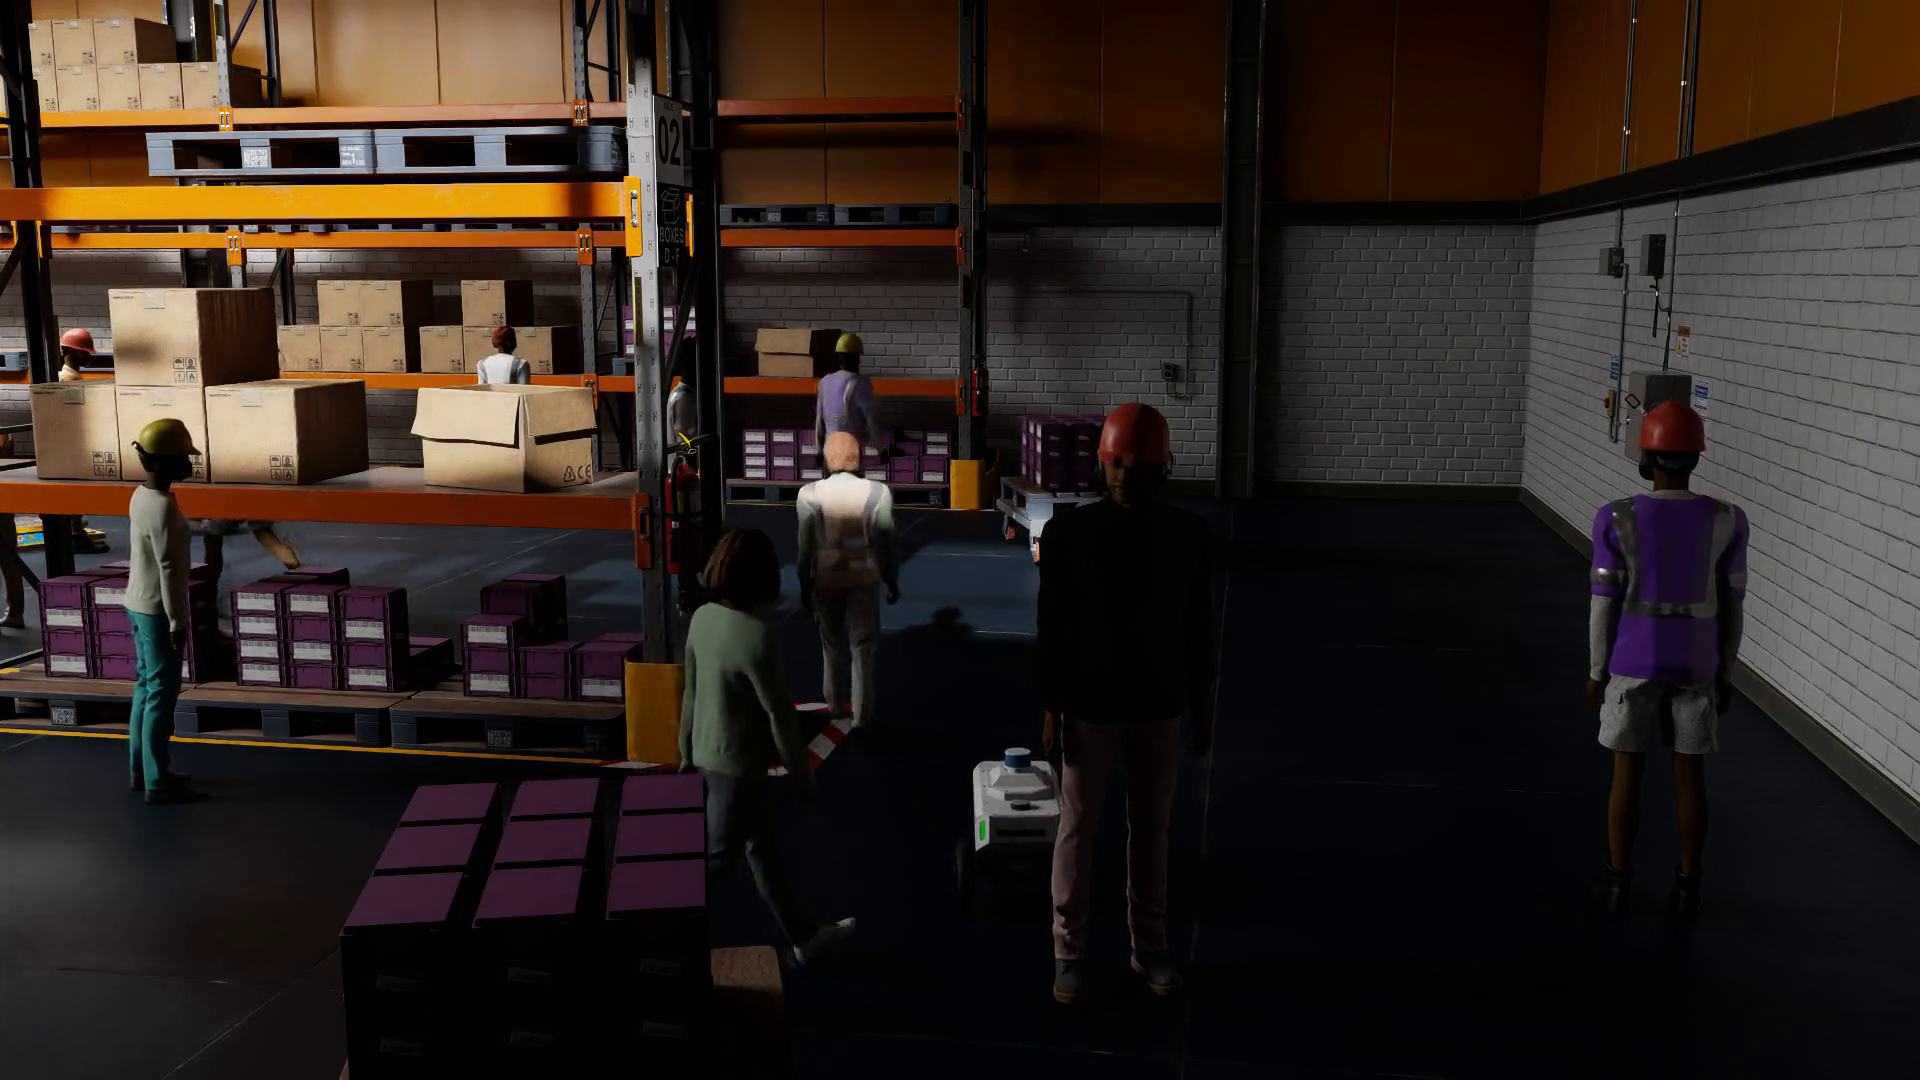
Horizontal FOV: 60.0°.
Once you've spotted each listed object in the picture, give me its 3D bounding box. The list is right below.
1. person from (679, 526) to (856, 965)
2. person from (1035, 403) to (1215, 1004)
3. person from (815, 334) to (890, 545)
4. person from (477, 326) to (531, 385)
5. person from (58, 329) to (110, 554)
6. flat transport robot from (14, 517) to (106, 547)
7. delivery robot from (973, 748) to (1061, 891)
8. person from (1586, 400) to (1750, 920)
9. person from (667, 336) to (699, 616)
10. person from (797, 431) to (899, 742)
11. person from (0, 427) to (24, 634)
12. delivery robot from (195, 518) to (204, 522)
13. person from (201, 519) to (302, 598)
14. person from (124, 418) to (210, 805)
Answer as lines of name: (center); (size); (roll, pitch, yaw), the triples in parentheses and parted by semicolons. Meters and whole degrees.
person: (-0.694, 0.747, 5.482); (0.874, 1.585, 0.505); (-6, 11, -34)
person: (0.551, 0.539, 5.498); (0.612, 1.990, 0.392); (-2, 9, -9)
person: (-0.915, -0.816, 14.262); (0.989, 1.875, 0.596); (-9, 13, -43)
person: (-4.474, -1.175, 16.500); (0.597, 1.876, 0.368); (2, 9, 12)
person: (-7.553, -0.844, 14.279); (0.391, 1.924, 0.547); (-5, 10, -29)
flat transport robot: (-8.304, -0.046, 14.447); (0.652, 0.197, 1.431); (8, 12, 41)
delivery robot: (0.223, 1.052, 6.465); (0.477, 0.478, 0.707); (0, 9, -1)
person: (2.606, 0.452, 6.190); (0.543, 1.941, 0.352); (2, 9, 11)
person: (-1.880, -0.448, 11.692); (0.367, 1.966, 0.606); (-2, 9, -11)
person: (-0.581, 0.225, 8.675); (0.528, 1.596, 0.849); (0, 9, -3)
person: (-6.482, -0.187, 11.071); (0.307, 1.645, 0.519); (2, 9, 10)
delivery robot: (-7.033, -0.378, 15.335); (0.707, 0.478, 0.477); (-3, 10, -16)
person: (-4.968, -0.383, 11.567); (0.994, 1.902, 0.541); (0, 9, 2)
person: (-3.619, 0.322, 7.596); (0.380, 1.755, 0.539); (-7, 11, -36)
